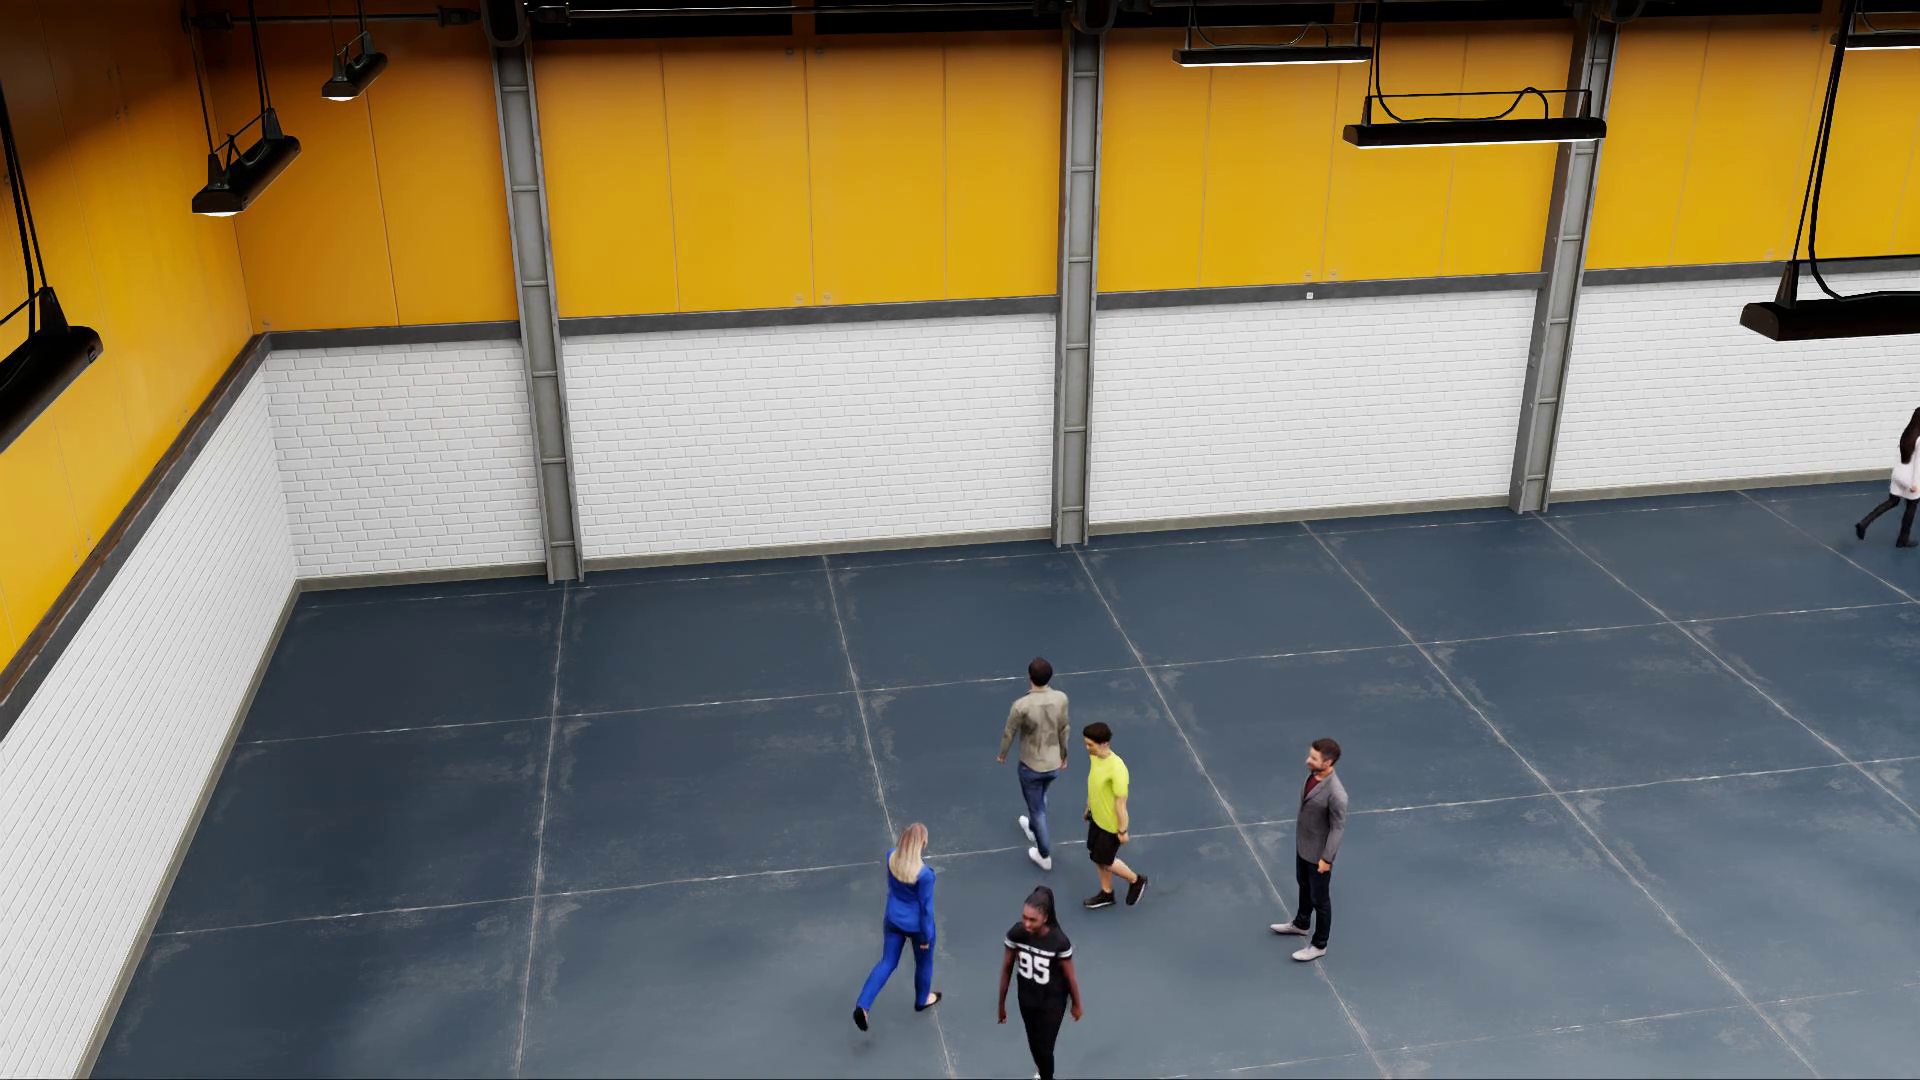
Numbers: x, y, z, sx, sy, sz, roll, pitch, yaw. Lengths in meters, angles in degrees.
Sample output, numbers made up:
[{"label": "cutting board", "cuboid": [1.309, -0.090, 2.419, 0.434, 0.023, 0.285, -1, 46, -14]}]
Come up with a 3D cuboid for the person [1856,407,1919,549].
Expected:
[{"label": "person", "cuboid": [11.148, -0.734, 19.753, 1.014, 1.787, 0.636, -2, 24, -5]}]

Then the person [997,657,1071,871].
[{"label": "person", "cuboid": [0.690, 1.889, 13.691, 0.980, 1.838, 0.935, -12, 26, -26]}]

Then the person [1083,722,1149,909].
[{"label": "person", "cuboid": [1.246, 2.181, 13.212, 0.818, 1.685, 0.738, -11, 26, -24]}]

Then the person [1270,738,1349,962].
[{"label": "person", "cuboid": [2.710, 2.318, 12.665, 0.606, 1.873, 0.689, -6, 24, -13]}]

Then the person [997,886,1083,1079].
[{"label": "person", "cuboid": [0.578, 3.047, 11.199, 0.907, 1.710, 0.956, 11, 26, 24]}]

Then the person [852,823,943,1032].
[{"label": "person", "cuboid": [-0.432, 2.782, 11.848, 1.038, 1.676, 1.156, 17, 29, 34]}]
